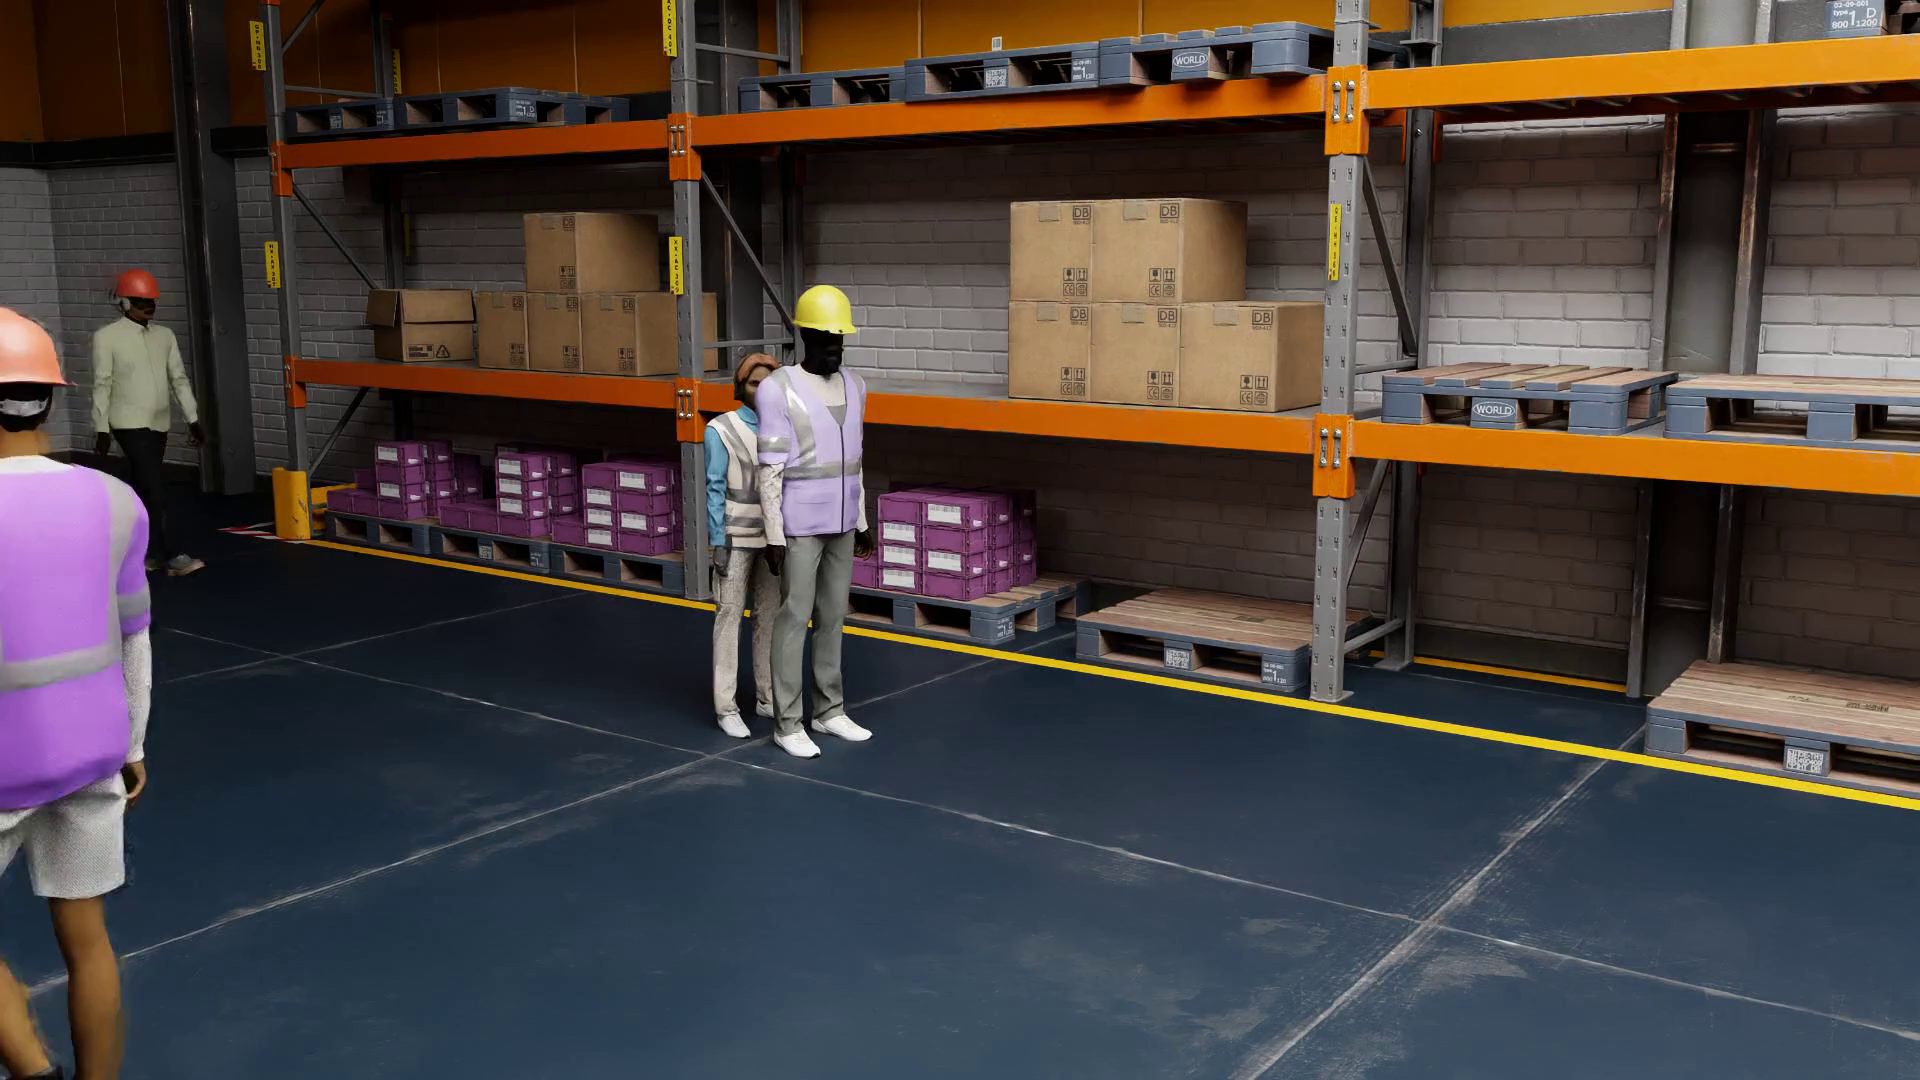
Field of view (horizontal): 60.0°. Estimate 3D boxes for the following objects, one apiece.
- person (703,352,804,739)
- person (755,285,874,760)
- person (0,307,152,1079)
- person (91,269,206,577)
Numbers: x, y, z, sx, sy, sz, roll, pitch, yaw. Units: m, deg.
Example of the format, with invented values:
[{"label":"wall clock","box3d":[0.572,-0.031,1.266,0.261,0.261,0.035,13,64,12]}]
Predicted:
[{"label":"person","box3d":[-0.877,0.016,7.148,0.314,1.636,0.514,9,13,44]},{"label":"person","box3d":[-0.570,-0.078,6.847,0.381,1.922,0.594,8,12,38]},{"label":"person","box3d":[-2.012,0.469,3.592,0.399,1.924,0.583,6,11,31]},{"label":"person","box3d":[-5.144,-0.742,10.685,0.908,1.955,0.639,3,10,19]}]
